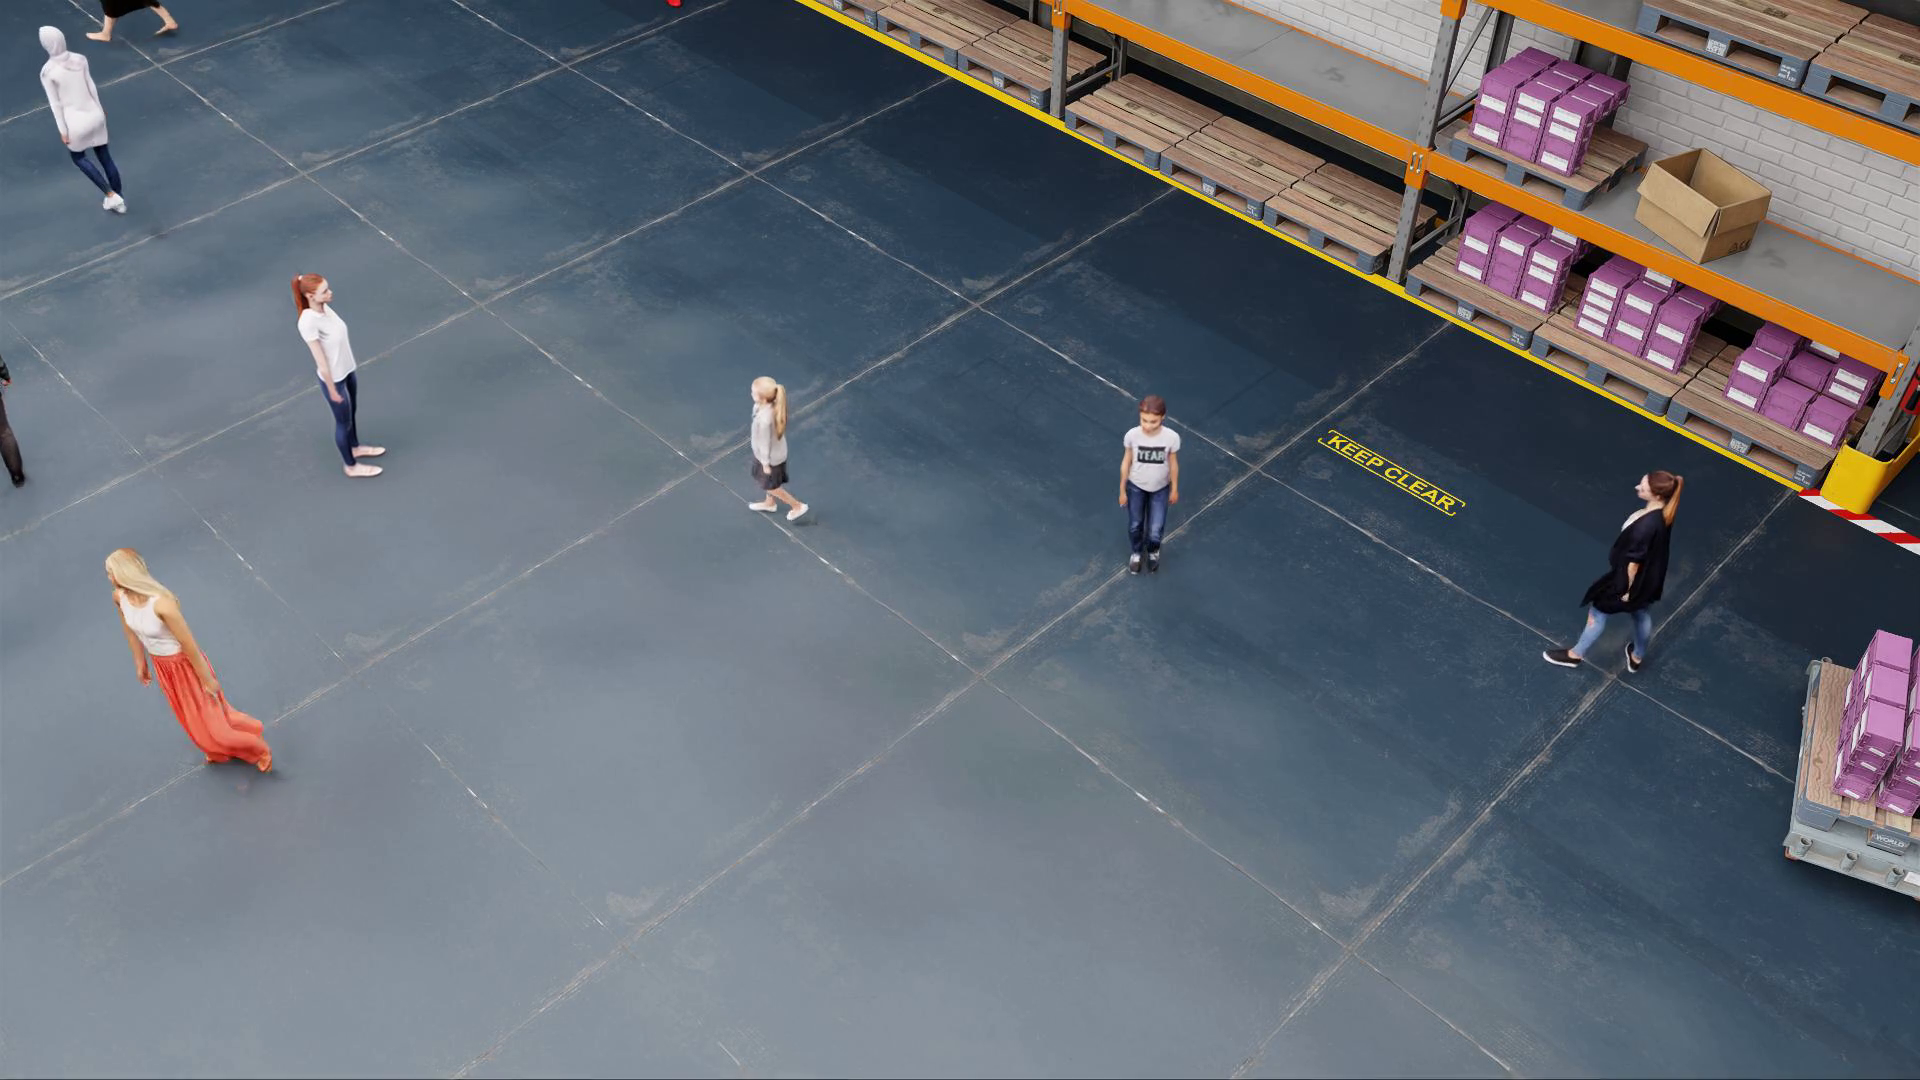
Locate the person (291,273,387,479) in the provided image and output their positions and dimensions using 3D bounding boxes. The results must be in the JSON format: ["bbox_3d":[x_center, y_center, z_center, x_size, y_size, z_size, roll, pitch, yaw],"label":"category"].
[{"bbox_3d":[-4.560,-1.196,12.114,0.693,1.736,0.630,-1,44,-1],"label":"person"}]

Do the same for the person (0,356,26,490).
[{"bbox_3d":[-7.215,-1.063,12.131,0.886,1.688,1.111,-22,48,-21],"label":"person"}]

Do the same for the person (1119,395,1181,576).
[{"bbox_3d":[1.302,-0.426,11.443,0.663,1.547,0.738,8,44,8],"label":"person"}]

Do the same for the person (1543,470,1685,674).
[{"bbox_3d":[4.379,0.242,10.658,0.718,1.662,0.752,-31,52,-29],"label":"person"}]

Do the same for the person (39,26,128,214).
[{"bbox_3d":[-7.682,-3.656,14.672,0.667,1.770,0.689,24,49,23],"label":"person"}]

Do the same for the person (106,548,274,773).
[{"bbox_3d":[-4.671,0.764,10.030,0.766,1.773,0.937,12,45,12],"label":"person"}]

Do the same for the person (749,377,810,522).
[{"bbox_3d":[-1.307,-0.635,11.863,0.801,1.270,0.714,7,44,7],"label":"person"}]

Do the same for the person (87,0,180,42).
[{"bbox_3d":[-8.618,-5.906,17.174,1.031,1.576,1.118,-9,44,-9],"label":"person"}]
